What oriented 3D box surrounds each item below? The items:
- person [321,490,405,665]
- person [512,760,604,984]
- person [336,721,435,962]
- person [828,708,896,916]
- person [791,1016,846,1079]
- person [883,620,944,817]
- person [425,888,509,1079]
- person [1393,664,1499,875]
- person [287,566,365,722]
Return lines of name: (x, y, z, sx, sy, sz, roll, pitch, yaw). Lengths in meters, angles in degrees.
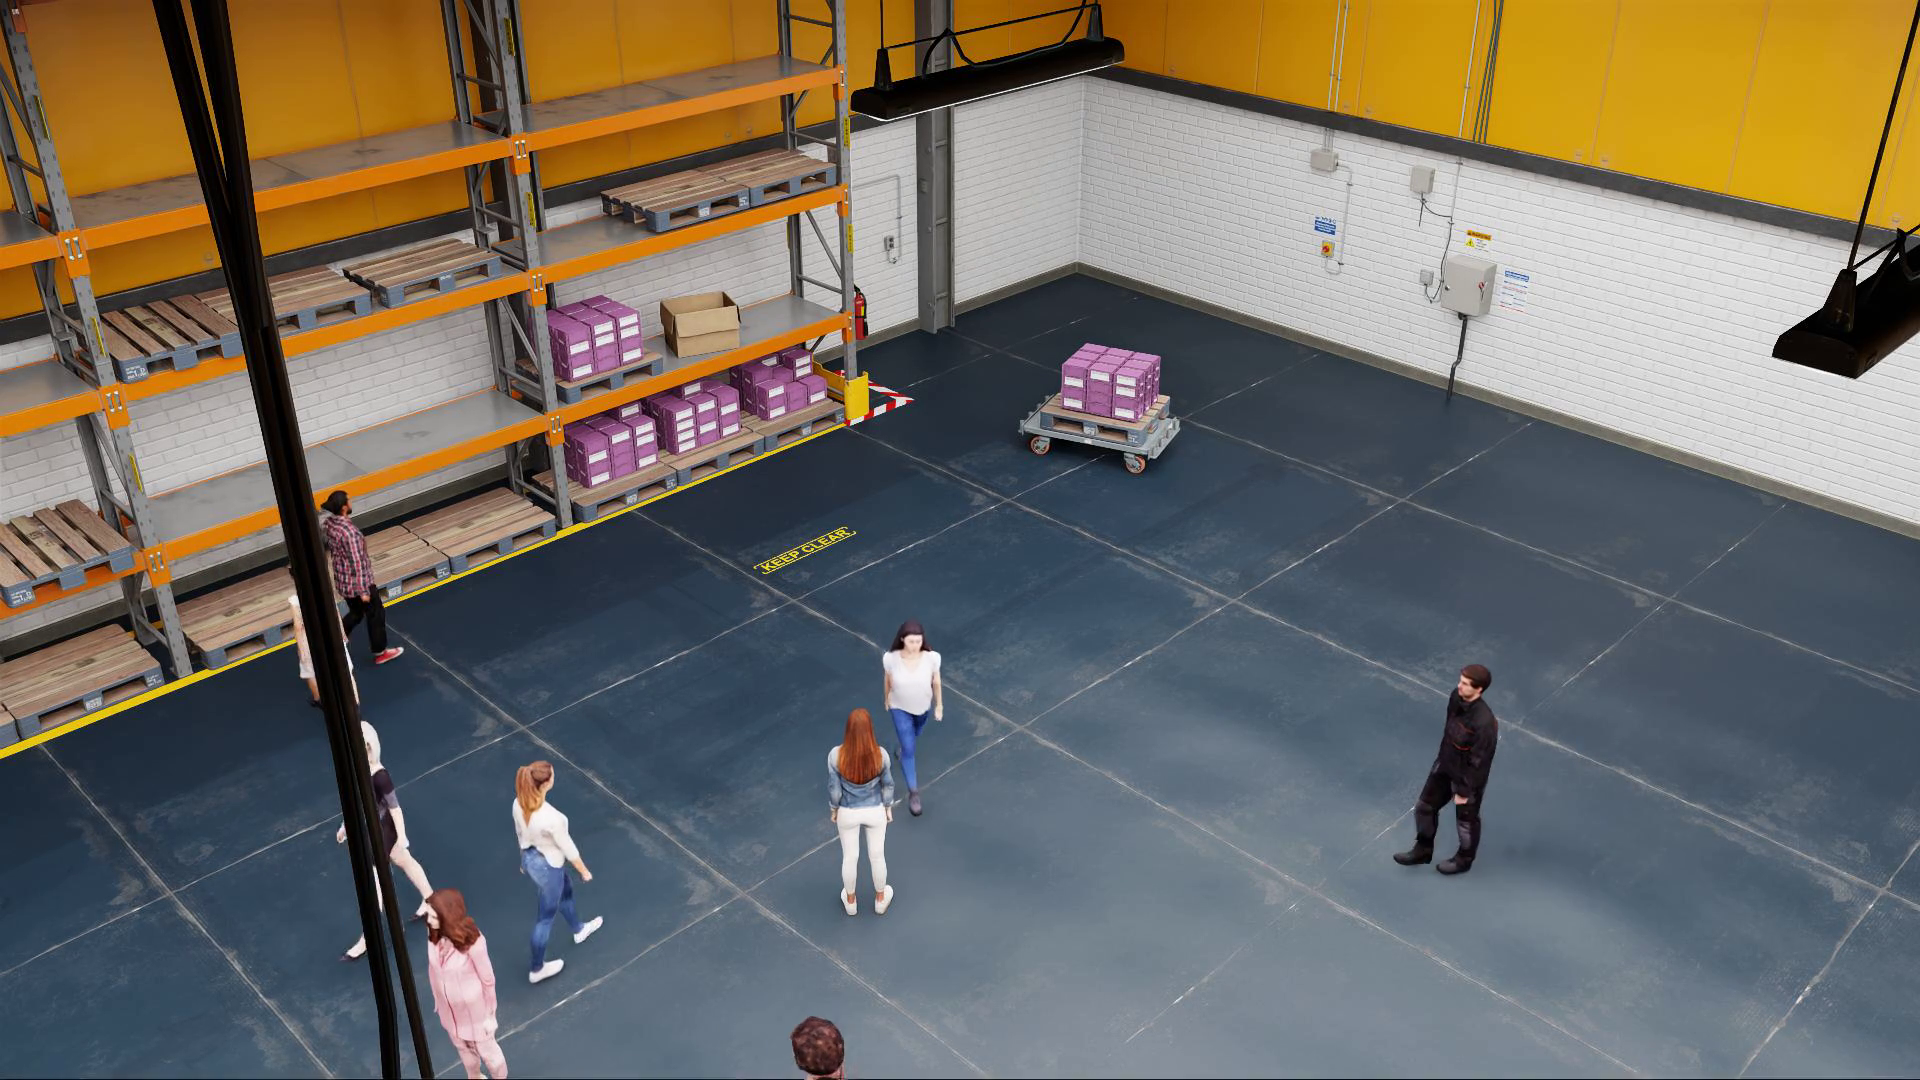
person: (-5.357, 0.392, 14.560, 0.713, 1.739, 0.954, 24, 37, 37)
person: (-2.858, 2.264, 11.170, 0.897, 1.698, 0.619, -24, 37, -37)
person: (-3.941, 1.991, 11.574, 1.032, 1.792, 0.590, -25, 37, -38)
person: (-0.698, 1.933, 11.773, 0.674, 1.701, 0.744, -1, 29, -2)
person: (-0.669, 3.313, 9.164, 0.783, 1.778, 0.730, 9, 30, 15)
person: (-0.412, 1.280, 13.046, 1.169, 1.628, 1.108, -5, 29, -8)
person: (-2.982, 2.801, 10.079, 0.681, 1.800, 0.633, 13, 31, 23)
person: (3.736, 1.678, 12.117, 1.000, 1.821, 0.940, -7, 29, -13)
person: (-5.301, 0.885, 13.875, 0.889, 1.529, 0.640, -25, 37, -38)
